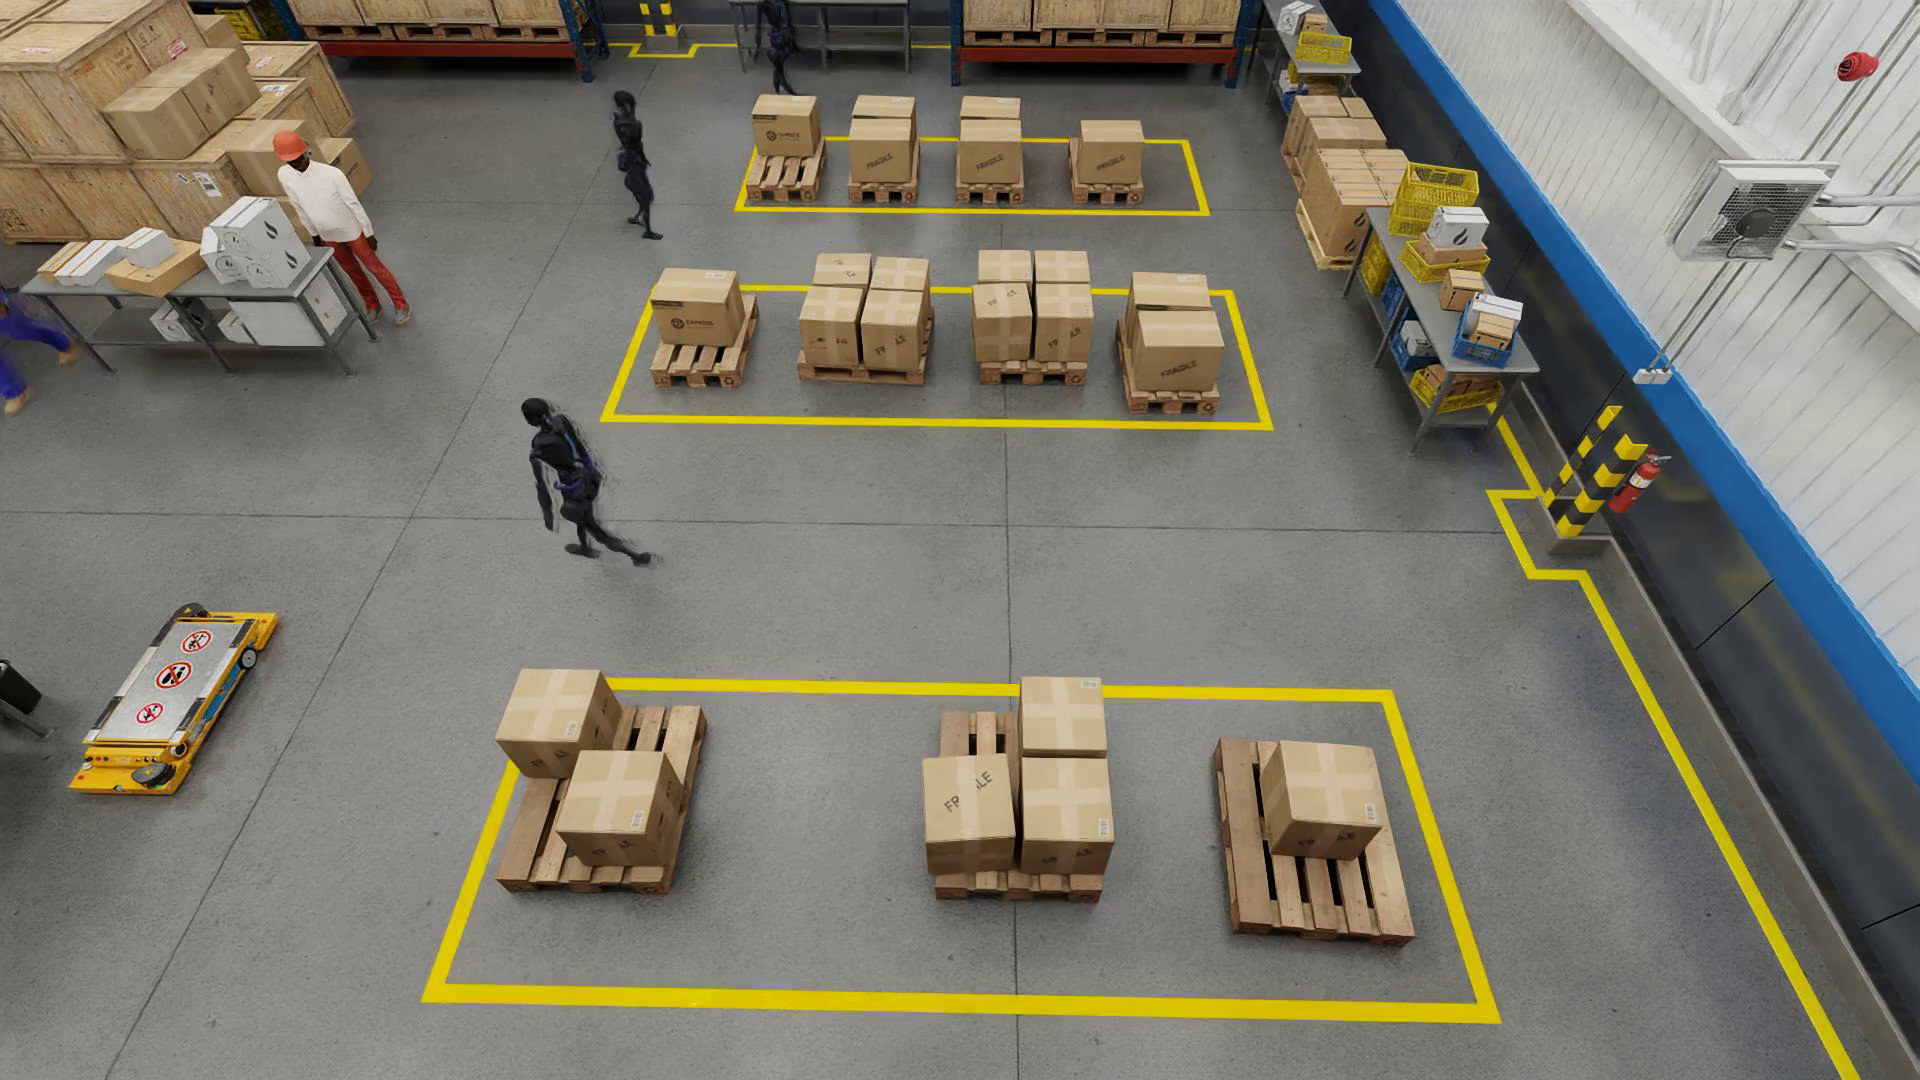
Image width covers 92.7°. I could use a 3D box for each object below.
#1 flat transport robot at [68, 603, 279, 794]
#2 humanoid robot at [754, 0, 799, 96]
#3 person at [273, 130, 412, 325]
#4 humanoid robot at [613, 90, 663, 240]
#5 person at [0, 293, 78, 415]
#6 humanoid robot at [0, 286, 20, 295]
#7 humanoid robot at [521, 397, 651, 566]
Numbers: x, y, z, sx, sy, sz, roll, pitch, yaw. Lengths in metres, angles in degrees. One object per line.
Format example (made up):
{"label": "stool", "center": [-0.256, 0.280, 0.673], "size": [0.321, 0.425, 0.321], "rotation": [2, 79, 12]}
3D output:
{"label": "flat transport robot", "center": [-5.504, 1.072, 6.442], "size": [0.652, 0.197, 1.431], "rotation": [1, 50, 1]}
{"label": "humanoid robot", "center": [-2.339, -6.439, 11.920], "size": [0.645, 1.647, 0.618], "rotation": [21, 53, 17]}
{"label": "person", "center": [-5.897, -2.924, 8.721], "size": [0.618, 1.988, 0.402], "rotation": [1, 50, 1]}
{"label": "humanoid robot", "center": [-3.505, -4.006, 9.839], "size": [0.468, 1.630, 0.613], "rotation": [-2, 50, -2]}
{"label": "person", "center": [-8.773, -2.181, 8.053], "size": [0.679, 2.000, 0.924], "rotation": [-8, 50, -7]}
{"label": "humanoid robot", "center": [-10.207, -3.135, 9.125], "size": [0.714, 1.619, 0.644], "rotation": [6, 50, 5]}
{"label": "humanoid robot", "center": [-2.817, -0.377, 6.806], "size": [0.738, 1.642, 0.611], "rotation": [3, 50, 3]}
